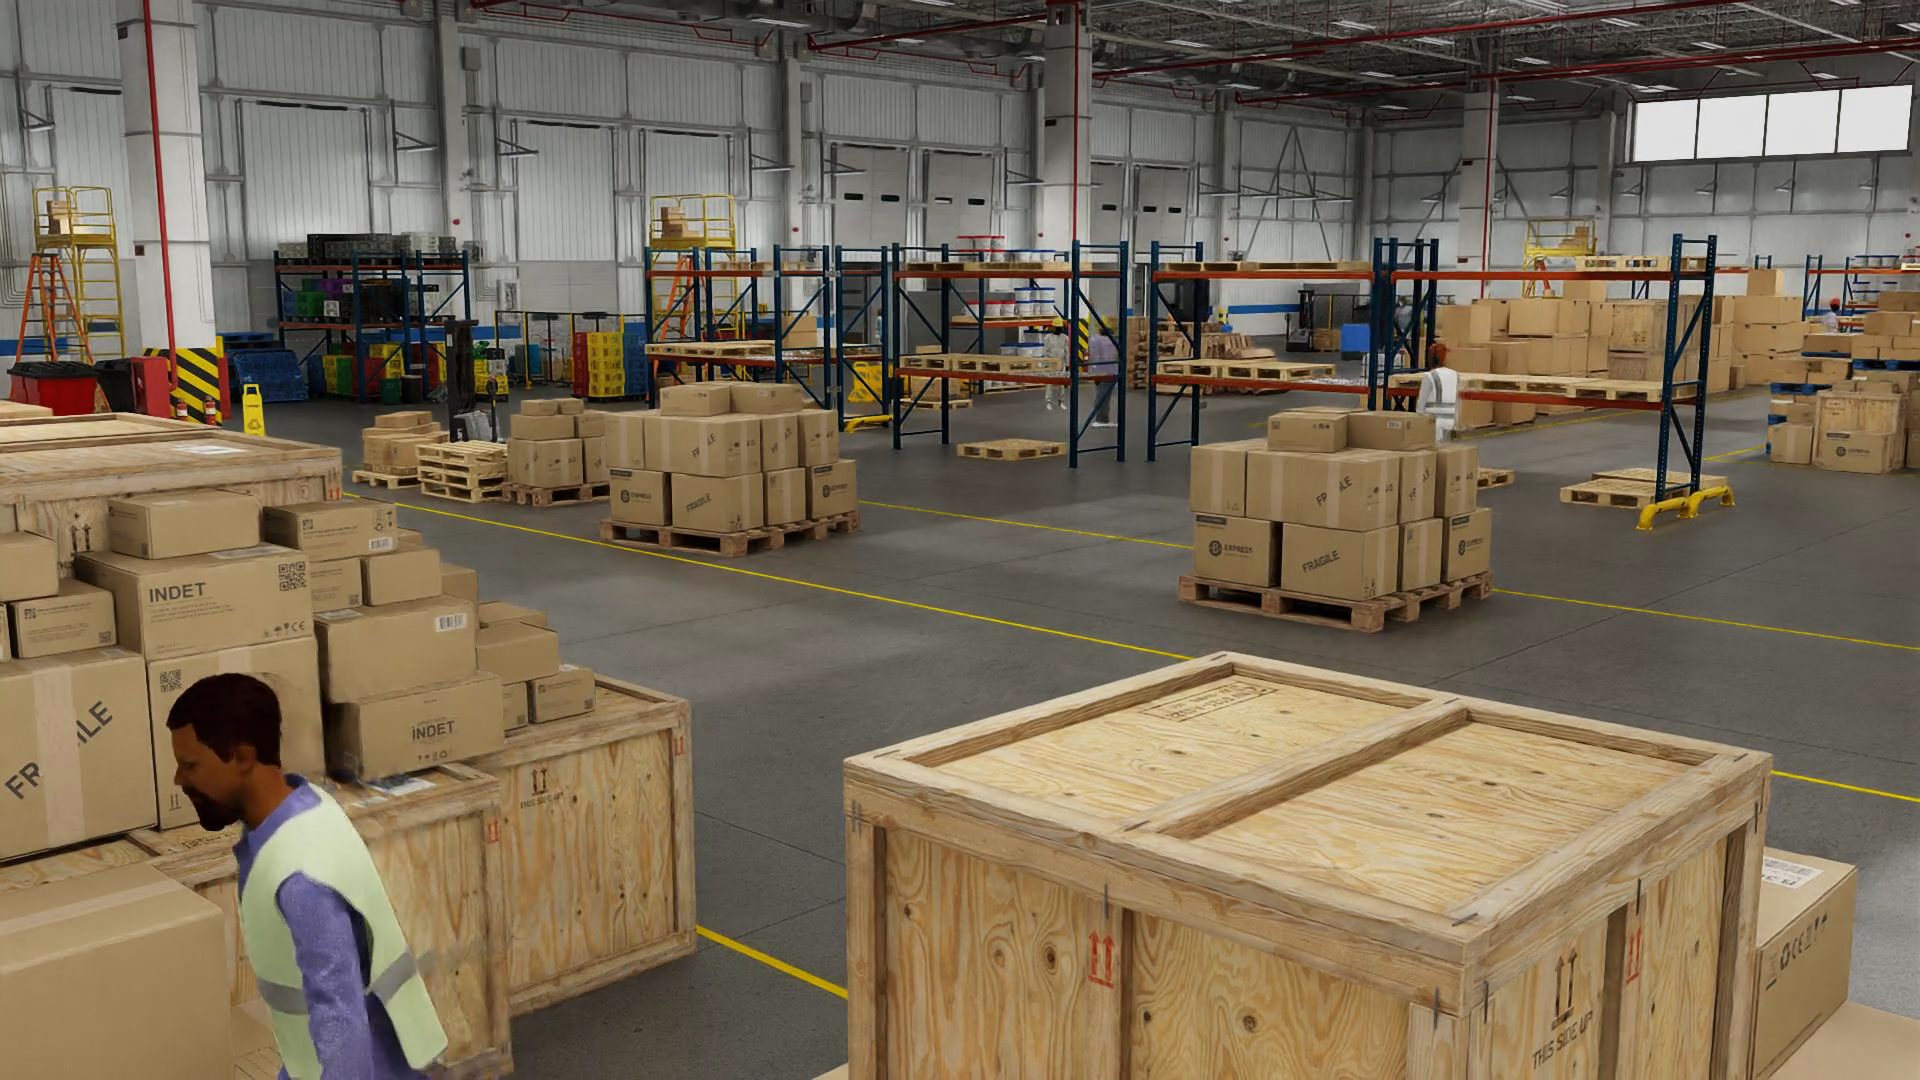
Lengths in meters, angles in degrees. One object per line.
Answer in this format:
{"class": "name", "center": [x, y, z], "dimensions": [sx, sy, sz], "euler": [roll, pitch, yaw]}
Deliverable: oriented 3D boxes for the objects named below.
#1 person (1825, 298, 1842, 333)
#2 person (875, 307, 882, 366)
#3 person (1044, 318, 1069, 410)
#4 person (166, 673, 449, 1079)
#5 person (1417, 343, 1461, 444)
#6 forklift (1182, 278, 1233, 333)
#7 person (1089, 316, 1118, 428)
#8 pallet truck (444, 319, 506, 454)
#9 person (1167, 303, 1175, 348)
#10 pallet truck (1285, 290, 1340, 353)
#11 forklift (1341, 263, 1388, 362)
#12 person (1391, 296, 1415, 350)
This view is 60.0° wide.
{"class": "person", "center": [22.211, -5.236, 42.583], "dimensions": [0.628, 1.925, 0.549], "euler": [4, 10, 24]}
{"class": "person", "center": [-2.112, -5.370, 44.293], "dimensions": [0.314, 1.633, 0.518], "euler": [0, 9, 1]}
{"class": "person", "center": [1.828, -3.322, 31.424], "dimensions": [0.487, 1.737, 0.322], "euler": [-2, 9, -11]}
{"class": "person", "center": [-1.330, 1.160, 3.723], "dimensions": [1.168, 1.822, 0.613], "euler": [-5, 11, -30]}
{"class": "person", "center": [5.418, -1.308, 18.822], "dimensions": [0.594, 1.835, 0.943], "euler": [-6, 11, -33]}
{"class": "forklift", "center": [6.651, -6.381, 46.671], "dimensions": [1.873, 2.768, 1.129], "euler": [9, 13, 43]}
{"class": "person", "center": [2.411, -2.799, 27.784], "dimensions": [0.352, 1.882, 0.689], "euler": [8, 12, 41]}
{"class": "pallet truck", "center": [-6.981, -1.942, 22.150], "dimensions": [1.885, 1.965, 0.823], "euler": [1, 9, 9]}
{"class": "person", "center": [5.928, -5.798, 46.707], "dimensions": [0.318, 1.700, 0.536], "euler": [0, 9, 2]}
{"class": "pallet truck", "center": [11.297, -6.951, 52.861], "dimensions": [1.885, 1.965, 0.823], "euler": [-5, 11, -29]}
{"class": "forklift", "center": [11.884, -6.474, 47.236], "dimensions": [1.873, 2.768, 1.129], "euler": [4, 10, 21]}
{"class": "person", "center": [12.208, -5.800, 46.105], "dimensions": [0.929, 1.898, 0.644], "euler": [-8, 12, -40]}
